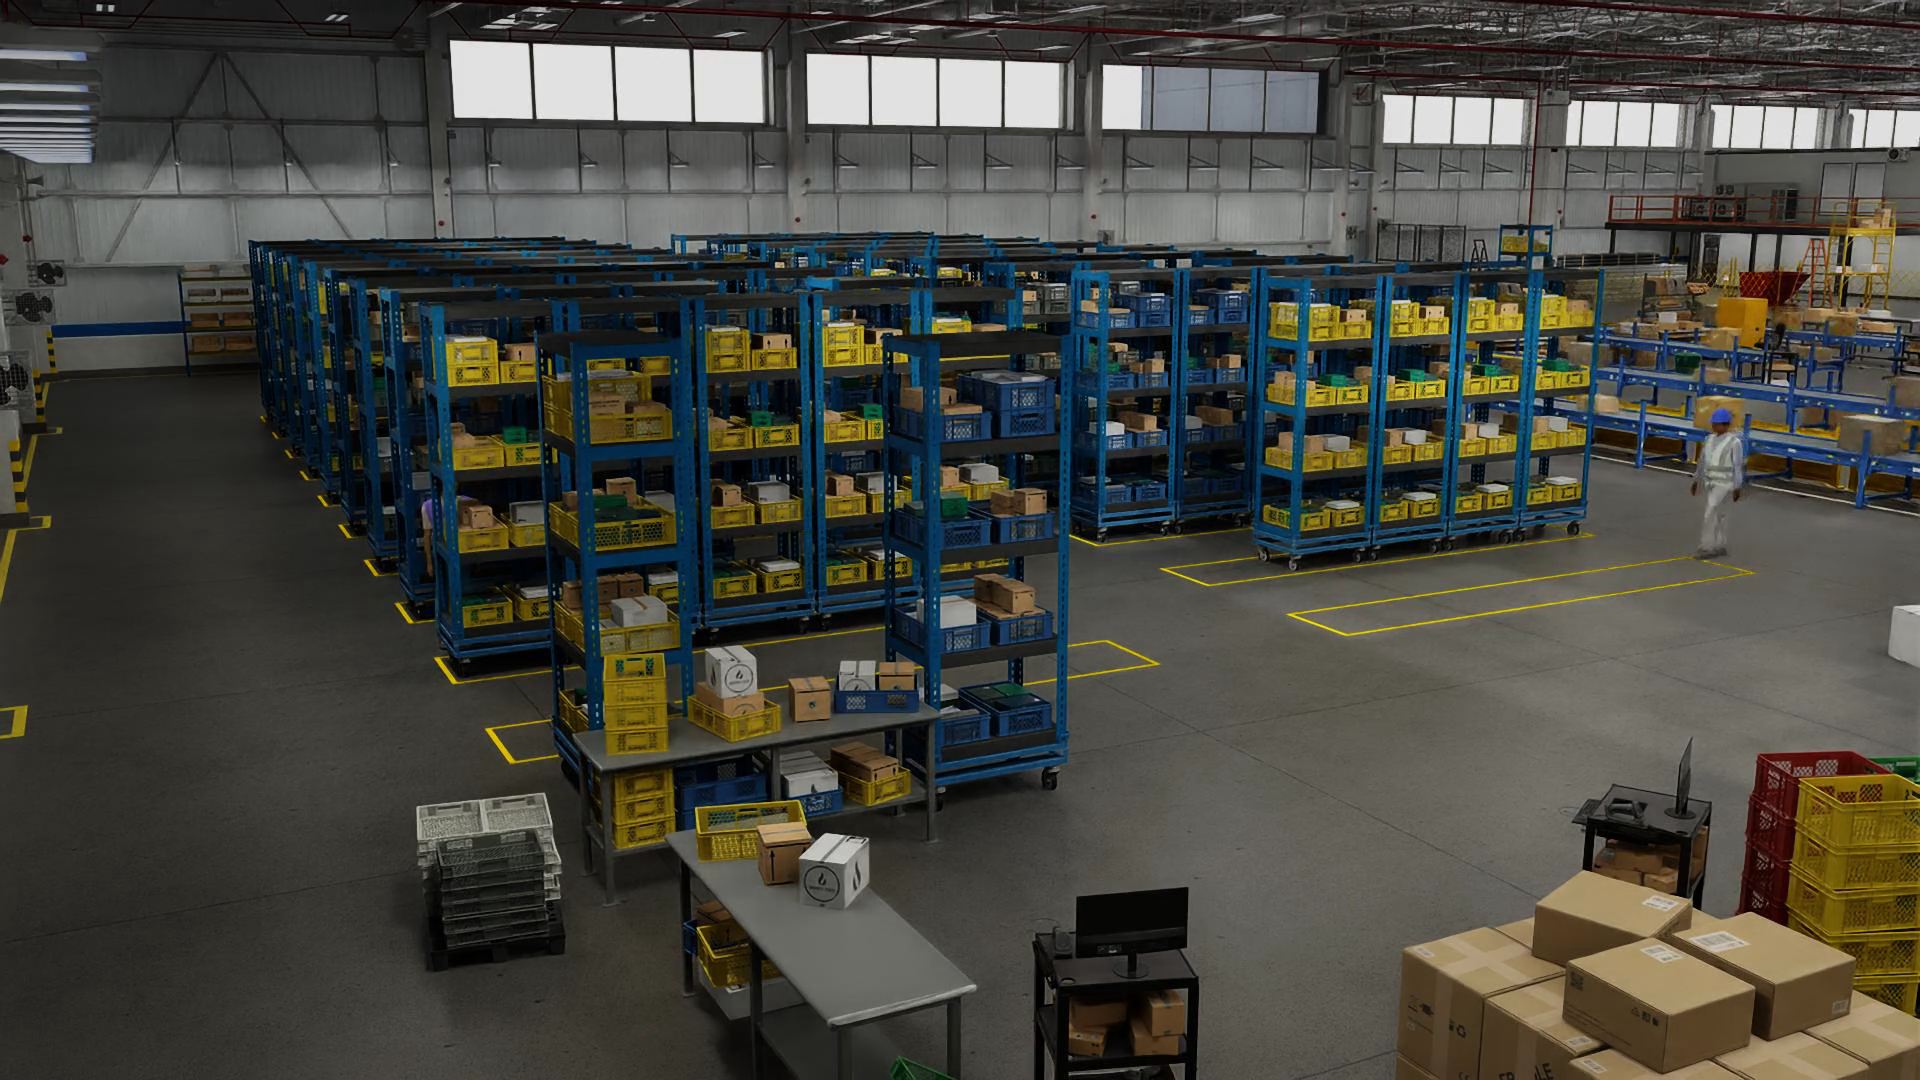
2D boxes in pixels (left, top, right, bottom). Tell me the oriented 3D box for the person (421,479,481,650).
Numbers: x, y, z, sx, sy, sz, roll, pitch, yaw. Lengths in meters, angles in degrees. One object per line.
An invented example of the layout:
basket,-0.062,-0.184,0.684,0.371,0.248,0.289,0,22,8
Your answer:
person,-5.216,0.185,17.073,0.569,1.849,0.385,-9,15,-36

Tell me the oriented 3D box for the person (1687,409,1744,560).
person,9.492,-0.705,21.061,0.803,1.914,0.634,-3,12,-14

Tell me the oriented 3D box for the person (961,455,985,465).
person,0.217,-0.930,22.327,0.404,1.830,0.599,-2,12,-8
